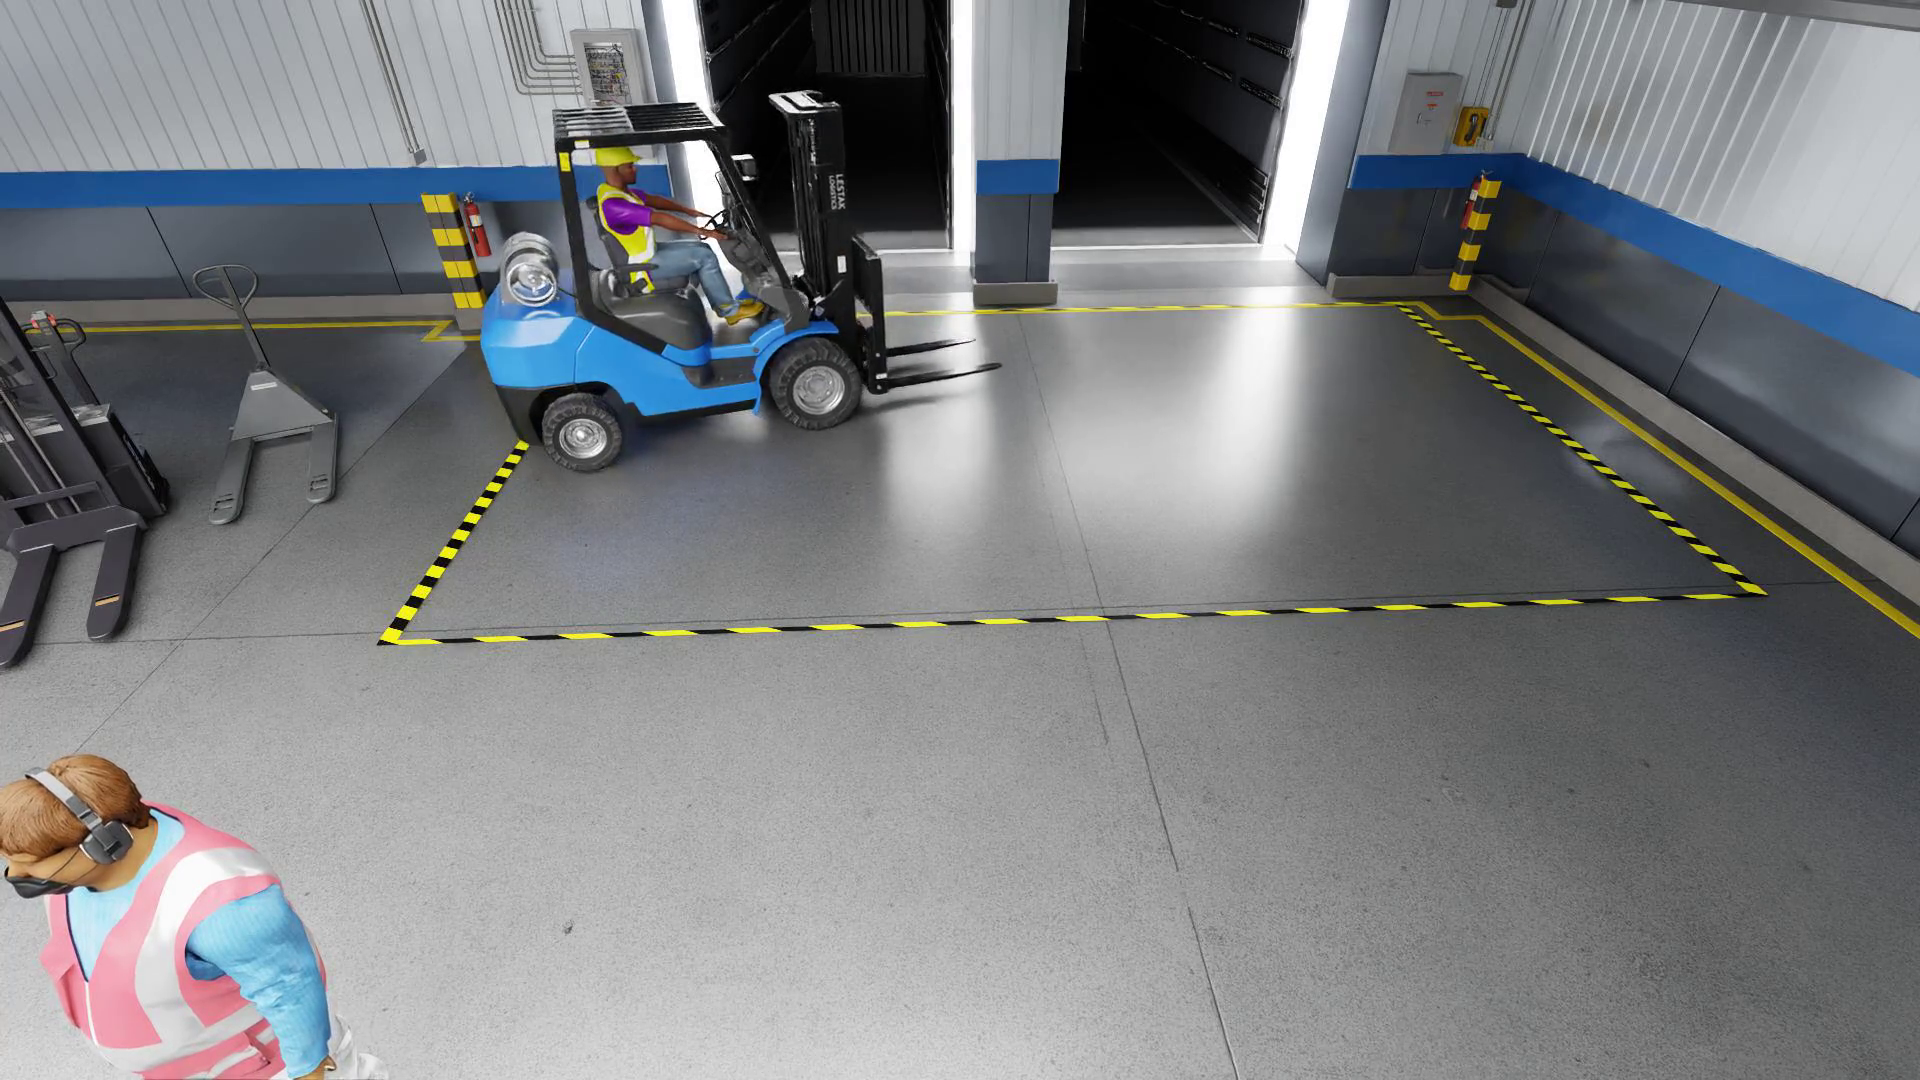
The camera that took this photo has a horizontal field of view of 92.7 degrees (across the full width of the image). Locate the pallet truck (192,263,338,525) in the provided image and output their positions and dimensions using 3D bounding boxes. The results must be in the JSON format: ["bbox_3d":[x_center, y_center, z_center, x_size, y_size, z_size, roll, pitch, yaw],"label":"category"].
[{"bbox_3d":[-4.778,-1.027,6.128,0.680,1.201,1.601,-17,38,-23],"label":"pallet truck"}]

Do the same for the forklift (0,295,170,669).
[{"bbox_3d":[-5.212,-0.618,4.878,0.823,1.965,1.885,-20,39,-26],"label":"forklift"}]

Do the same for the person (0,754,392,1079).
[{"bbox_3d":[-1.857,1.233,2.354,0.624,1.844,0.429,12,37,17],"label":"person"}]

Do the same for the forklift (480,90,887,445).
[{"bbox_3d":[-2.001,-1.956,6.489,2.680,2.036,1.157,-12,37,-17],"label":"forklift"}]

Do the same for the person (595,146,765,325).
[{"bbox_3d":[-1.942,-2.118,6.394,1.002,1.294,0.635,-12,37,-17],"label":"person"}]
